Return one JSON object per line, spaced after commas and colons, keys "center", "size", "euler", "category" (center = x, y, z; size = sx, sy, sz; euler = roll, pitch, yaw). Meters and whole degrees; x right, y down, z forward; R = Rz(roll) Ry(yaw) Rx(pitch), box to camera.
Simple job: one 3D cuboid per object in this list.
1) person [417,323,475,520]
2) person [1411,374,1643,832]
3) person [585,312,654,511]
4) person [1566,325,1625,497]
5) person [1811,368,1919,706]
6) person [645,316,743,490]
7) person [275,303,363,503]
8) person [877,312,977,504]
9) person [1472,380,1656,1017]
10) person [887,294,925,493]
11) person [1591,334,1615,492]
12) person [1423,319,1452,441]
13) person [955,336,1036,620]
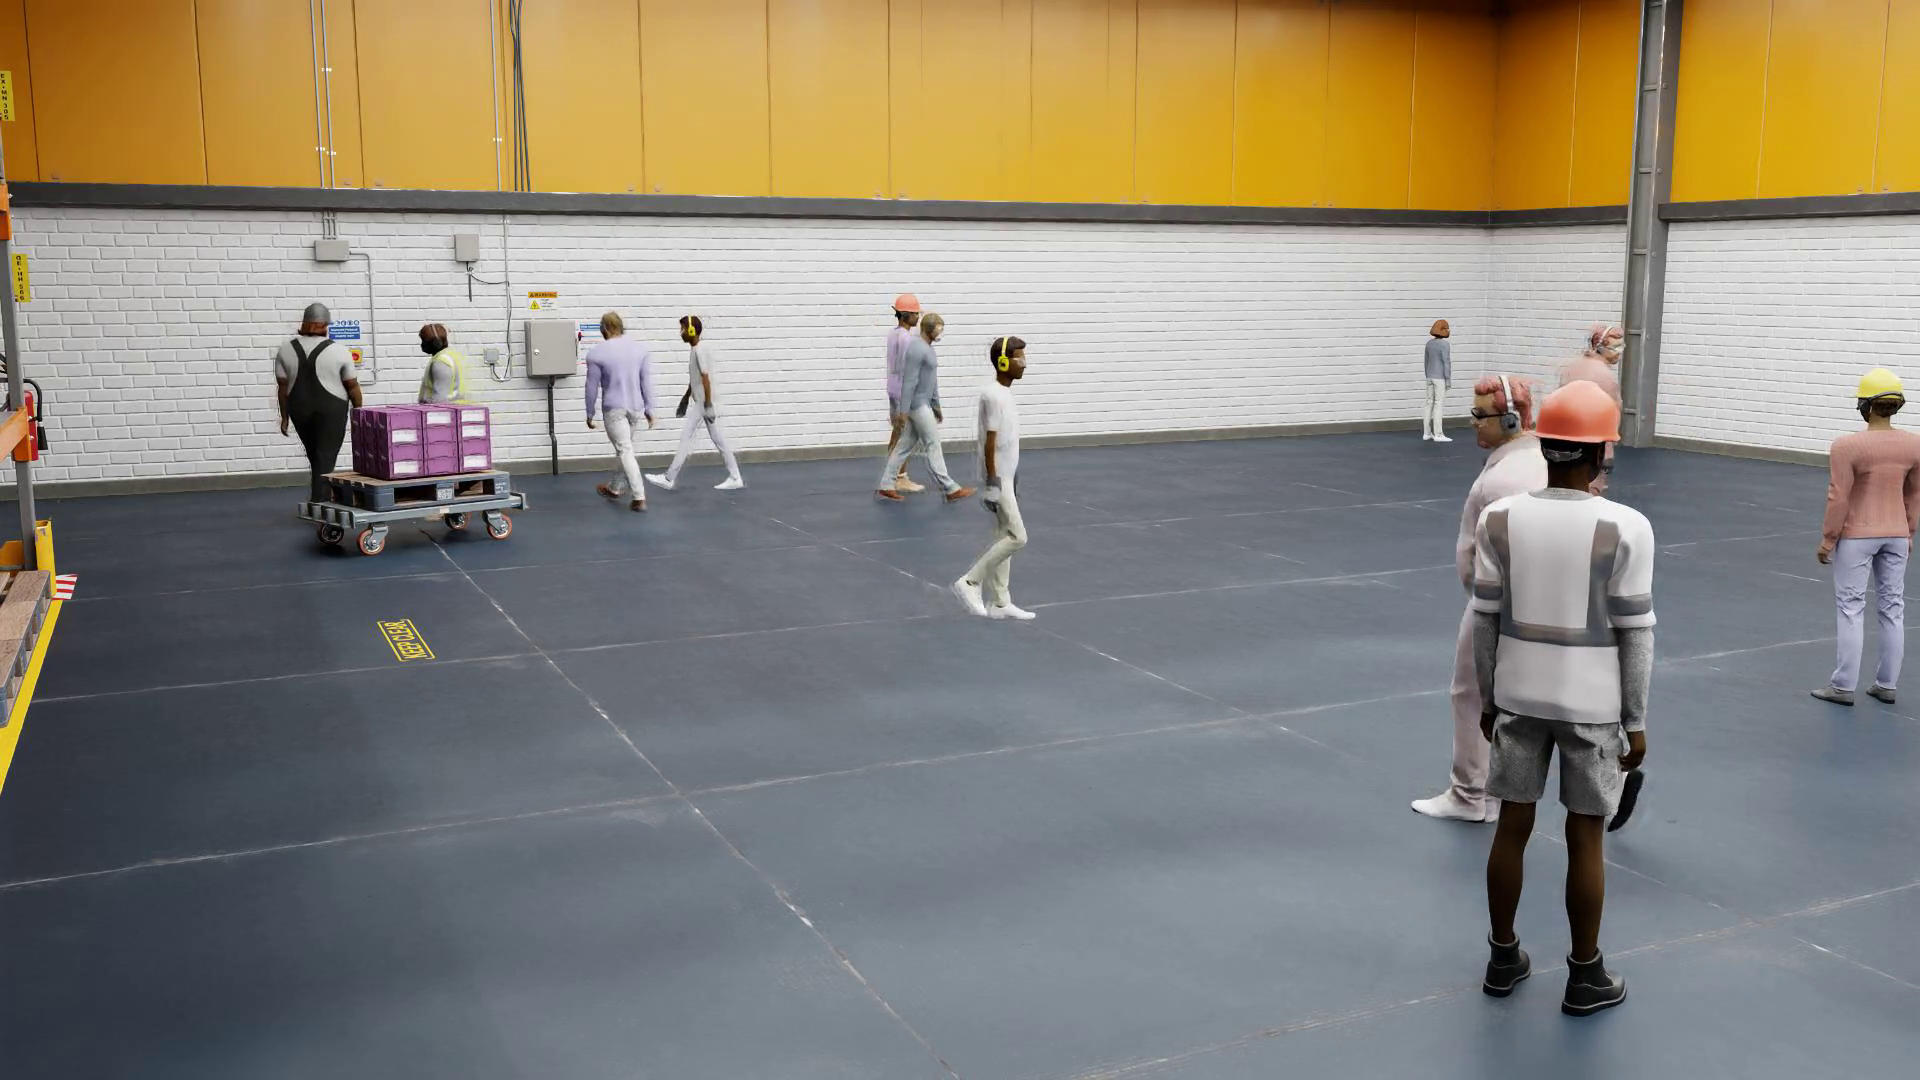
{"center": [-4.657, -1.072, 15.168], "size": [0.535, 1.815, 0.636], "euler": [-2, 9, -9], "category": "person"}
{"center": [2.262, 0.274, 6.614], "size": [0.816, 1.873, 0.663], "euler": [8, 12, 40], "category": "person"}
{"center": [-3.278, -1.235, 15.944], "size": [0.640, 1.882, 0.973], "euler": [-8, 12, -42], "category": "person"}
{"center": [4.822, -0.726, 12.847], "size": [0.485, 1.863, 0.750], "euler": [0, 9, -1], "category": "person"}
{"center": [4.747, -0.009, 8.692], "size": [0.522, 1.769, 0.311], "euler": [-1, 9, -7], "category": "person"}
{"center": [-2.744, -1.410, 17.257], "size": [1.008, 1.799, 0.515], "euler": [-1, 9, -4], "category": "person"}
{"center": [-5.840, -1.208, 15.281], "size": [0.701, 2.000, 1.040], "euler": [0, 9, 2], "category": "person"}
{"center": [-0.359, -1.279, 16.250], "size": [1.023, 1.866, 0.679], "euler": [1, 9, 8], "category": "person"}
{"center": [1.841, 0.484, 5.101], "size": [0.543, 1.939, 0.355], "euler": [7, 12, 38], "category": "person"}
{"center": [-0.553, -1.507, 17.127], "size": [0.391, 2.040, 0.615], "euler": [-3, 10, -17], "category": "person"}
{"center": [6.522, -1.290, 16.879], "size": [0.535, 1.677, 0.558], "euler": [0, 9, -3], "category": "person"}
{"center": [6.411, -2.137, 22.298], "size": [0.279, 1.634, 0.499], "euler": [-3, 10, -19], "category": "person"}
{"center": [0.266, -0.385, 10.739], "size": [0.439, 1.857, 0.553], "euler": [2, 9, 12], "category": "person"}
